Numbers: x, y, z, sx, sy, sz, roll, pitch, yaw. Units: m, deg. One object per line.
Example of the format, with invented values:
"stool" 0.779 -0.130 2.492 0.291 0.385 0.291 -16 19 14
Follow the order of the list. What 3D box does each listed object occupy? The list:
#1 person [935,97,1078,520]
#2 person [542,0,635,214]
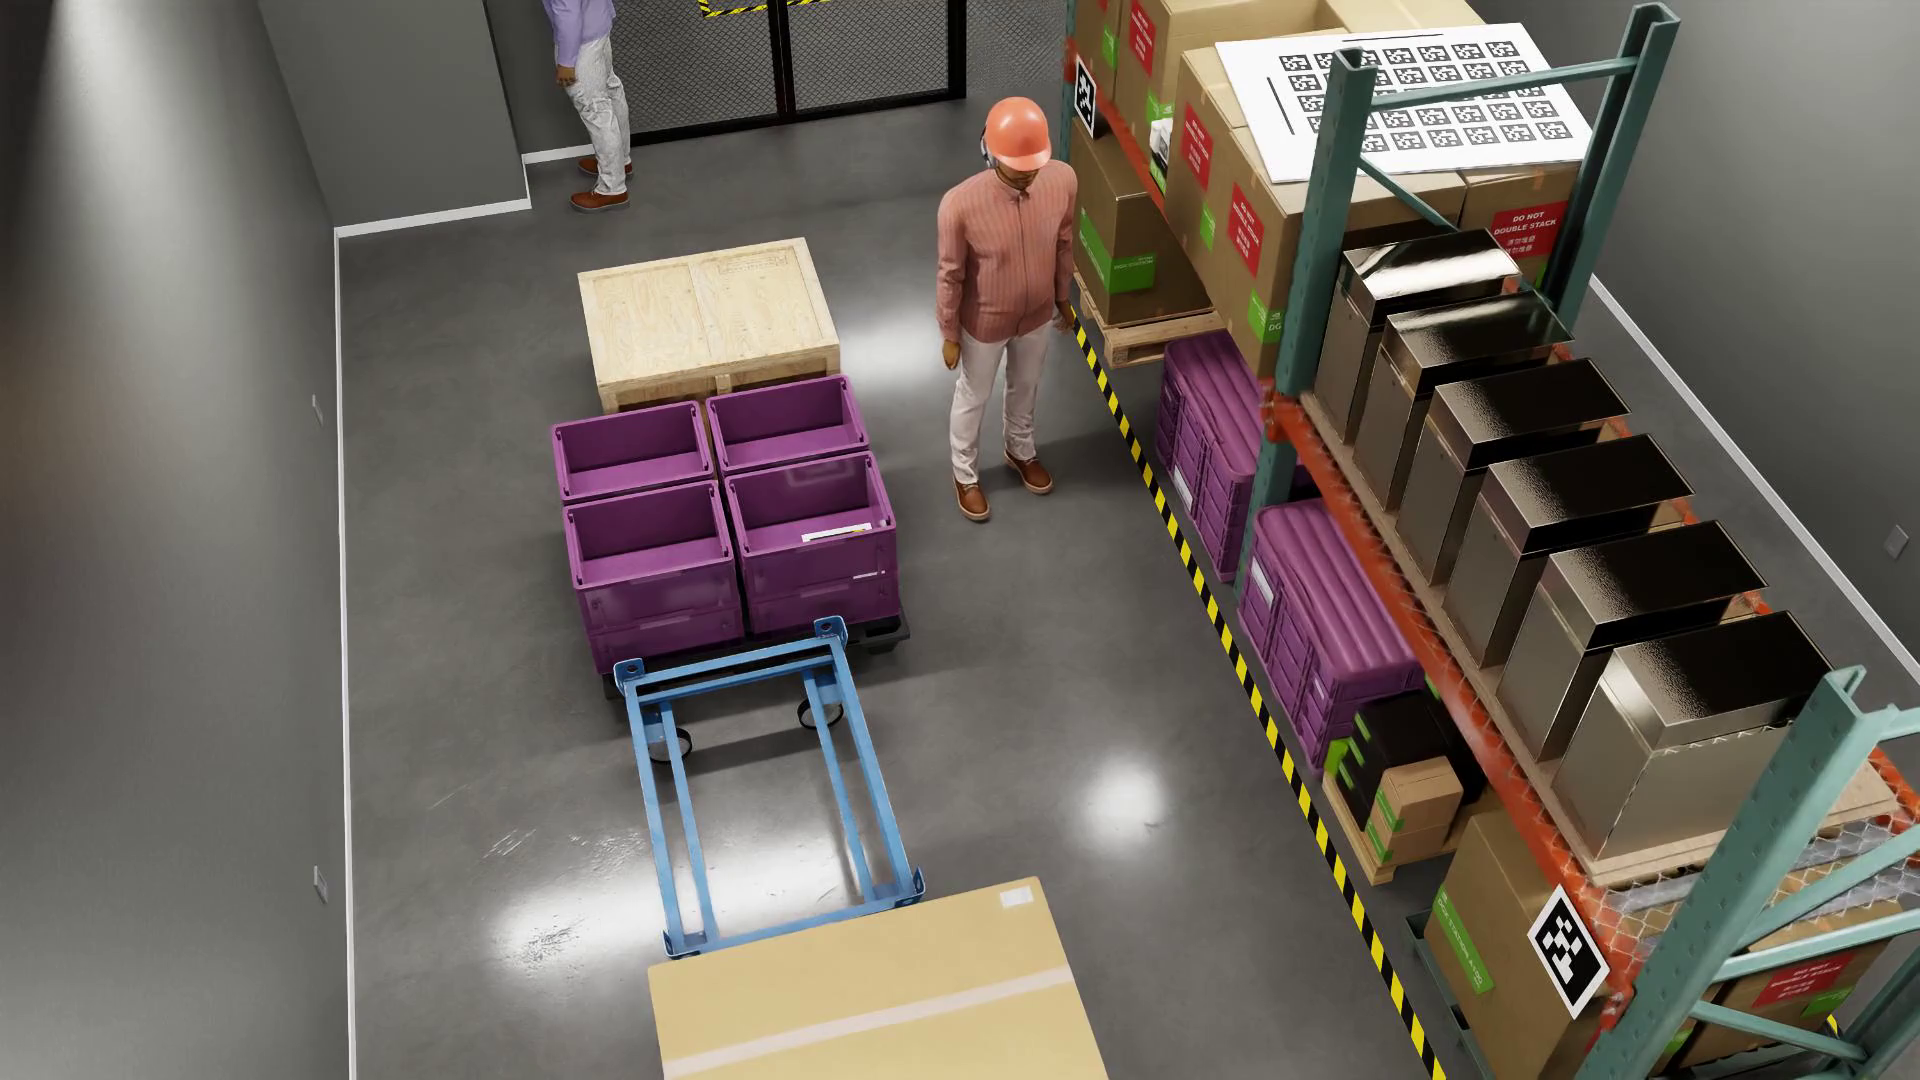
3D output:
"person" 0.199 -0.909 6.683 0.619 1.992 0.396 -22 51 -19
"person" -1.883 -2.516 8.198 0.372 1.940 0.630 1 47 1
